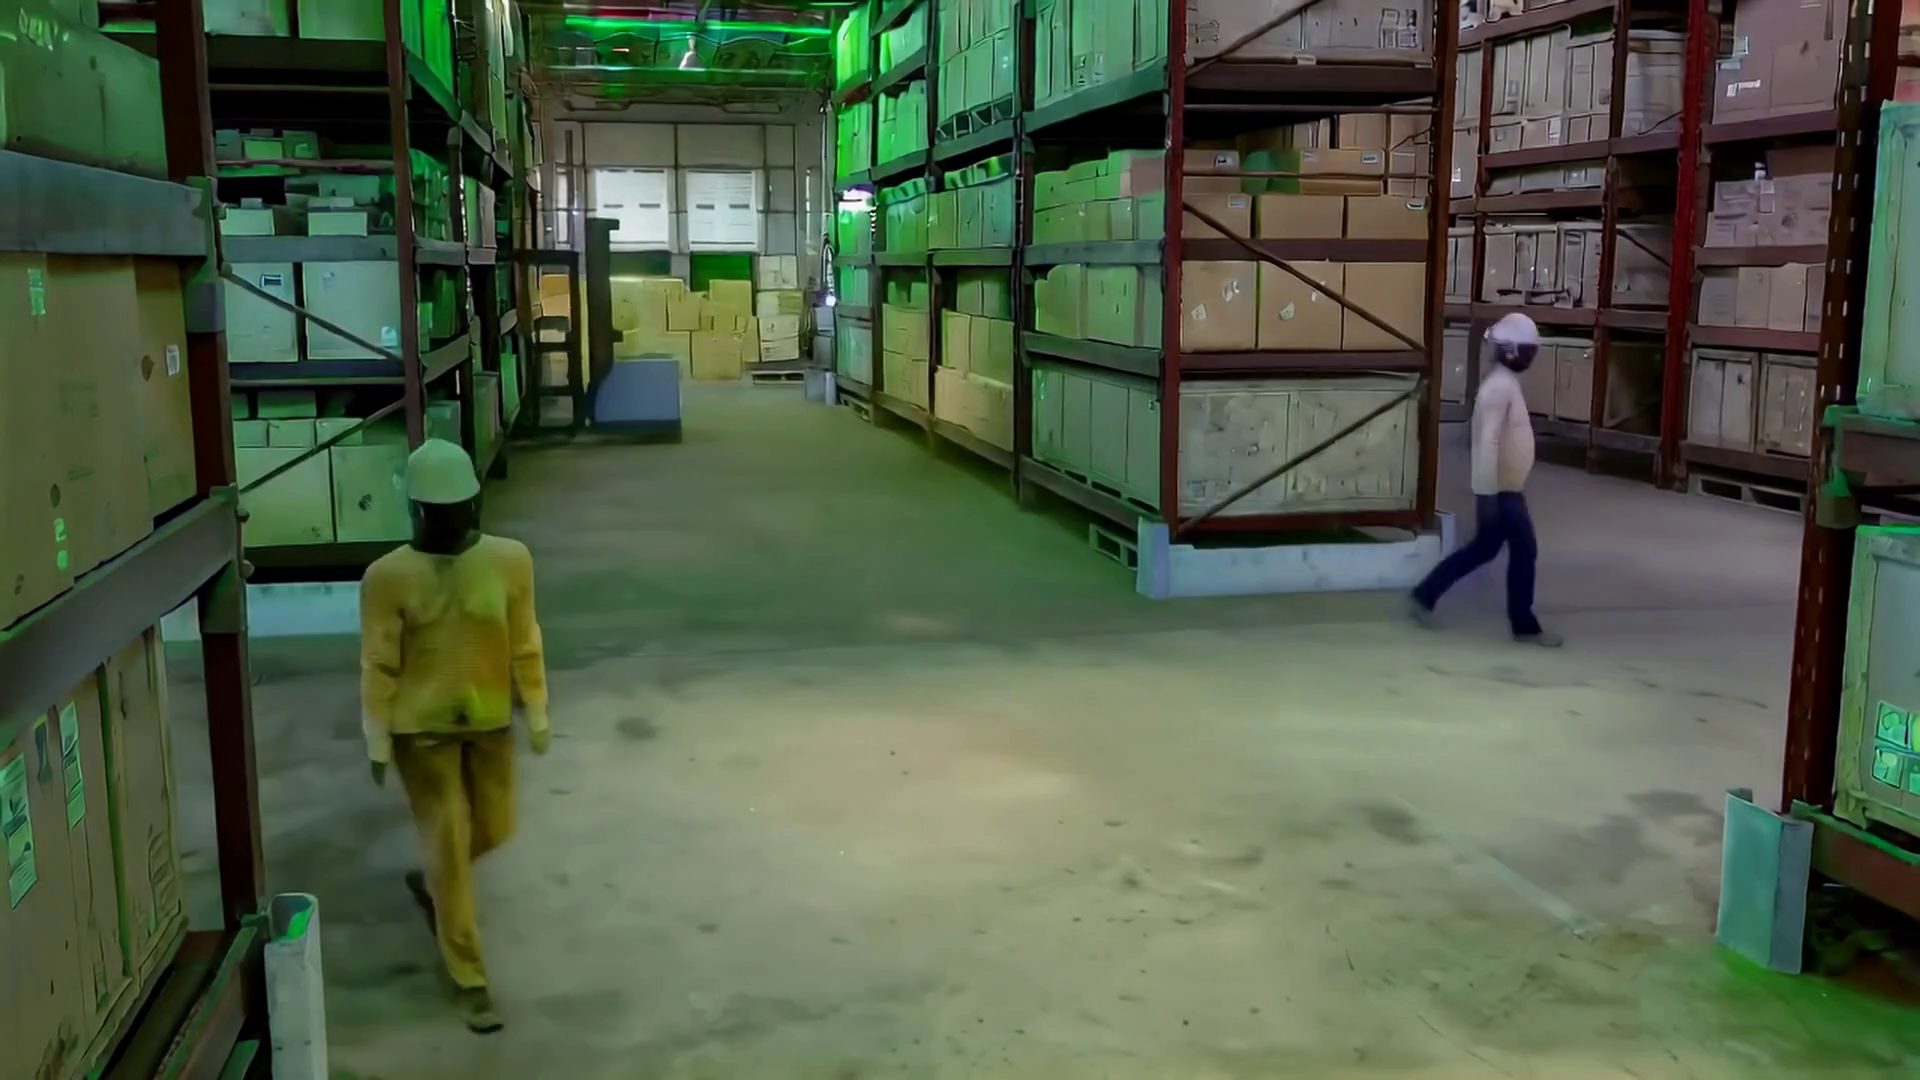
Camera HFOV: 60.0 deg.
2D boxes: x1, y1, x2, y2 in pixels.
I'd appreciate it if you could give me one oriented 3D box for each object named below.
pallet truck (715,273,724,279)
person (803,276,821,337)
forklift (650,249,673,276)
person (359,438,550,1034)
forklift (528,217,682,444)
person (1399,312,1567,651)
[{"bbox_3d":[-8.580,-8.986,62.280,1.885,1.965,0.823,1,9,5],"label":"pallet truck"},{"bbox_3d":[-4.726,-7.491,53.352,0.629,1.940,0.373,-7,12,-38],"label":"person"},{"bbox_3d":[-9.860,-8.261,55.178,1.873,2.768,1.129,3,10,19],"label":"forklift"},{"bbox_3d":[-1.547,0.538,5.015,0.541,1.737,0.723,-8,12,-40],"label":"person"},{"bbox_3d":[-4.523,-2.656,21.012,1.873,2.768,1.129,-2,10,-12],"label":"forklift"},{"bbox_3d":[3.069,-0.343,9.700,0.902,1.969,0.617,3,10,17],"label":"person"}]
